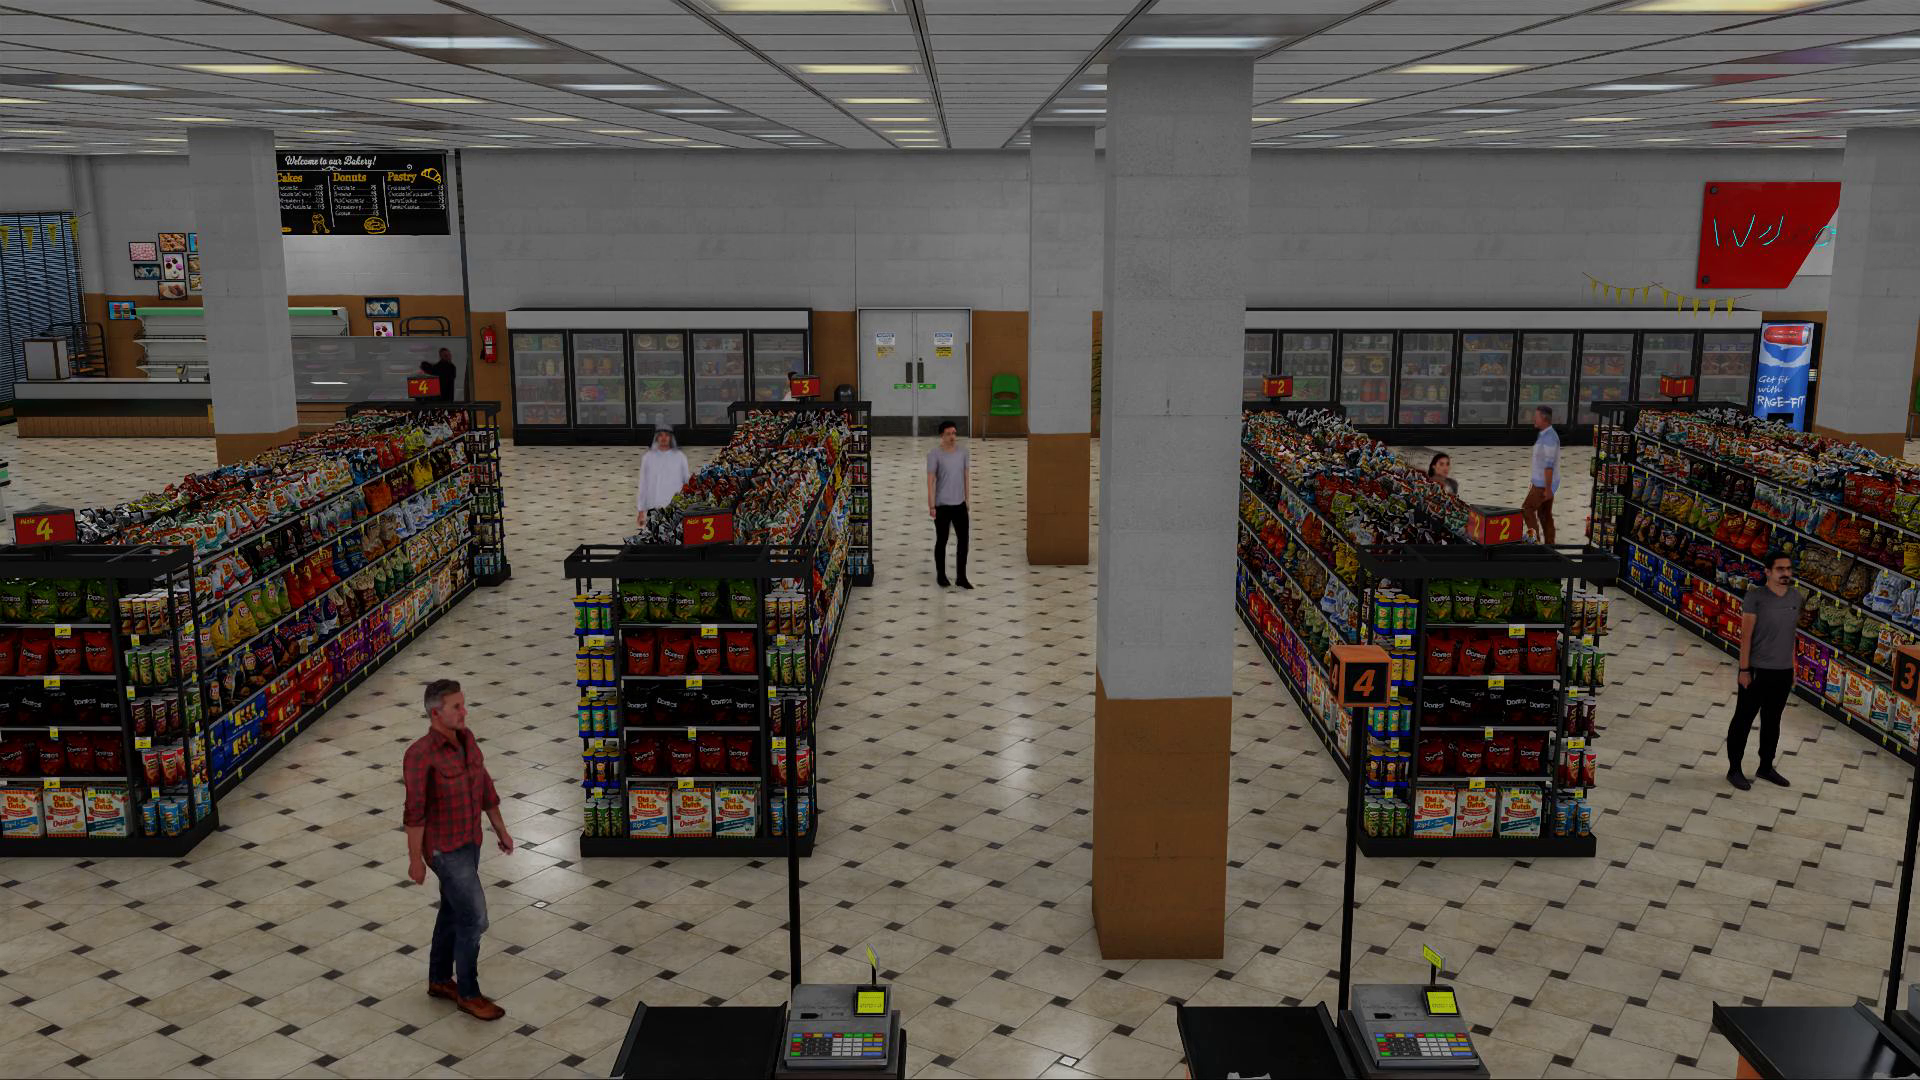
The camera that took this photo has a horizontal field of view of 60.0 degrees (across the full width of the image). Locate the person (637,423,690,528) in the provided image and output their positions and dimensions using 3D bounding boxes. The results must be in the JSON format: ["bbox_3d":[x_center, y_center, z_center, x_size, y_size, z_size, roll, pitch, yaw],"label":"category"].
[{"bbox_3d":[-3.134,-0.294,17.712,0.696,1.887,1.180,0,12,0],"label":"person"}]

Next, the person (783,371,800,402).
[{"bbox_3d":[-2.462,-1.670,24.727,0.726,1.688,0.593,4,13,20],"label":"person"}]

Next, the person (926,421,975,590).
[{"bbox_3d":[-0.155,-0.394,18.300,0.887,1.841,0.988,-5,13,-22],"label":"person"}]

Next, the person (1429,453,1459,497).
[{"bbox_3d":[4.894,-0.074,17.232,0.717,1.655,1.048,-2,12,-9],"label":"person"}]

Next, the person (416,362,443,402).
[{"bbox_3d":[-7.835,-1.721,24.593,0.790,1.844,0.650,6,13,25],"label":"person"}]

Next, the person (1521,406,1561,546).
[{"bbox_3d":[7.002,-0.670,19.686,0.849,1.810,0.709,3,12,15],"label":"person"}]

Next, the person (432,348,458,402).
[{"bbox_3d":[-8.528,-2.260,27.317,0.983,1.777,0.992,4,12,17],"label":"person"}]

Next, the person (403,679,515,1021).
[{"bbox_3d":[-2.768,1.615,8.829,0.864,1.812,0.822,3,12,15],"label":"person"}]

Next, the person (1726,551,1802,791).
[{"bbox_3d":[5.916,0.933,12.207,0.665,1.755,0.615,-3,12,-12],"label":"person"}]
